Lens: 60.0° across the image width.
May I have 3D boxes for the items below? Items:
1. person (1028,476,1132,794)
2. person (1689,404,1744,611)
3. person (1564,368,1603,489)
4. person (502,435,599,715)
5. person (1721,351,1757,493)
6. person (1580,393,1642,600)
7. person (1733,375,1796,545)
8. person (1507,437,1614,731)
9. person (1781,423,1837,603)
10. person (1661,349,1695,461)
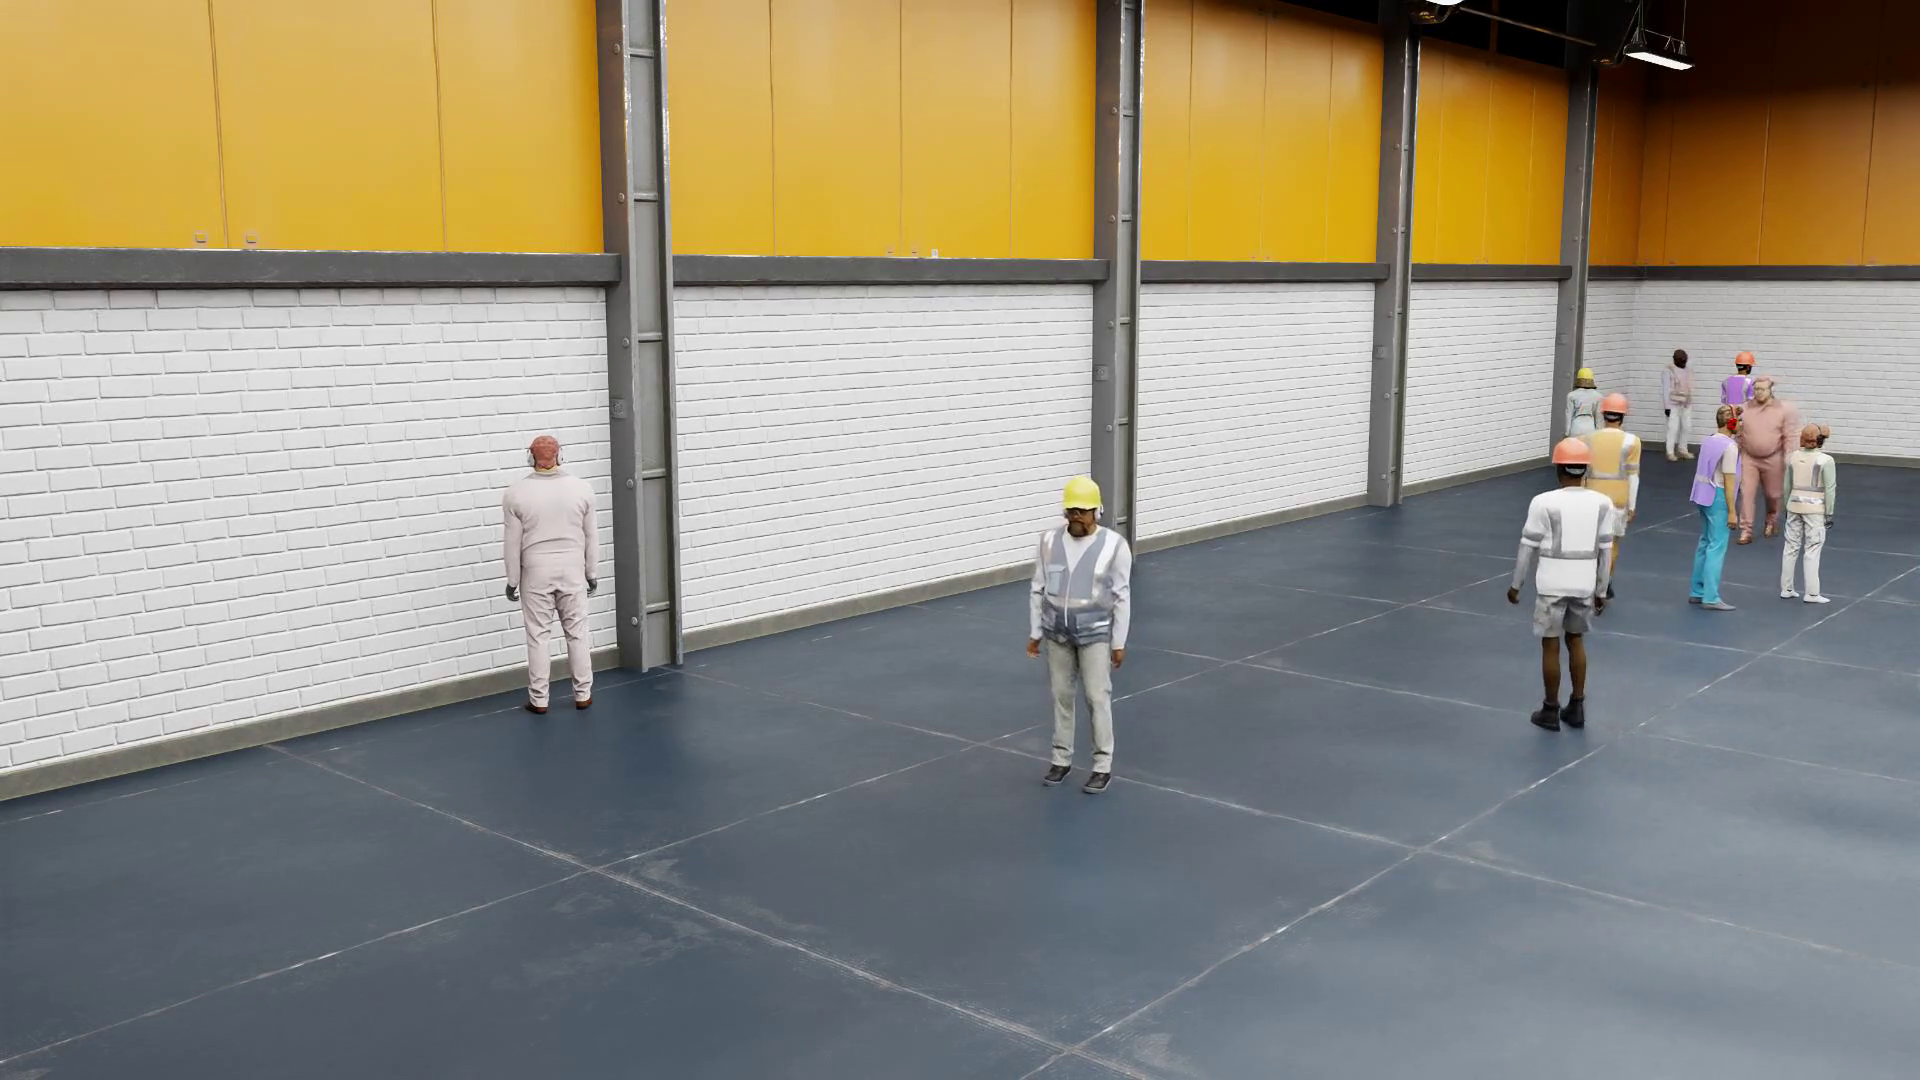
[{"bbox_3d":[0.693,0.537,9.658,0.598,1.831,0.407,4,10,26],"label":"person"},{"bbox_3d":[6.744,-0.293,14.853,0.387,1.836,0.571,1,9,4],"label":"person"},{"bbox_3d":[8.404,-1.457,22.475,0.480,1.733,0.331,0,9,-1],"label":"person"},{"bbox_3d":[-2.780,0.234,11.322,0.639,1.905,0.407,-4,10,-22],"label":"person"},{"bbox_3d":[10.710,-1.617,22.832,0.362,1.938,0.545,-5,10,-28],"label":"person"},{"bbox_3d":[5.849,-0.368,15.089,0.549,1.914,0.667,6,11,34],"label":"person"},{"bbox_3d":[8.965,-0.908,18.570,0.635,1.883,0.849,6,11,33],"label":"person"},{"bbox_3d":[3.928,0.291,10.887,0.561,1.927,0.452,-1,9,-8],"label":"person"},{"bbox_3d":[7.724,-0.242,15.148,0.309,1.641,0.523,-4,10,-24],"label":"person"},{"bbox_3d":[11.518,-2.160,26.683,0.668,1.802,0.437,-4,10,-22],"label":"person"}]
